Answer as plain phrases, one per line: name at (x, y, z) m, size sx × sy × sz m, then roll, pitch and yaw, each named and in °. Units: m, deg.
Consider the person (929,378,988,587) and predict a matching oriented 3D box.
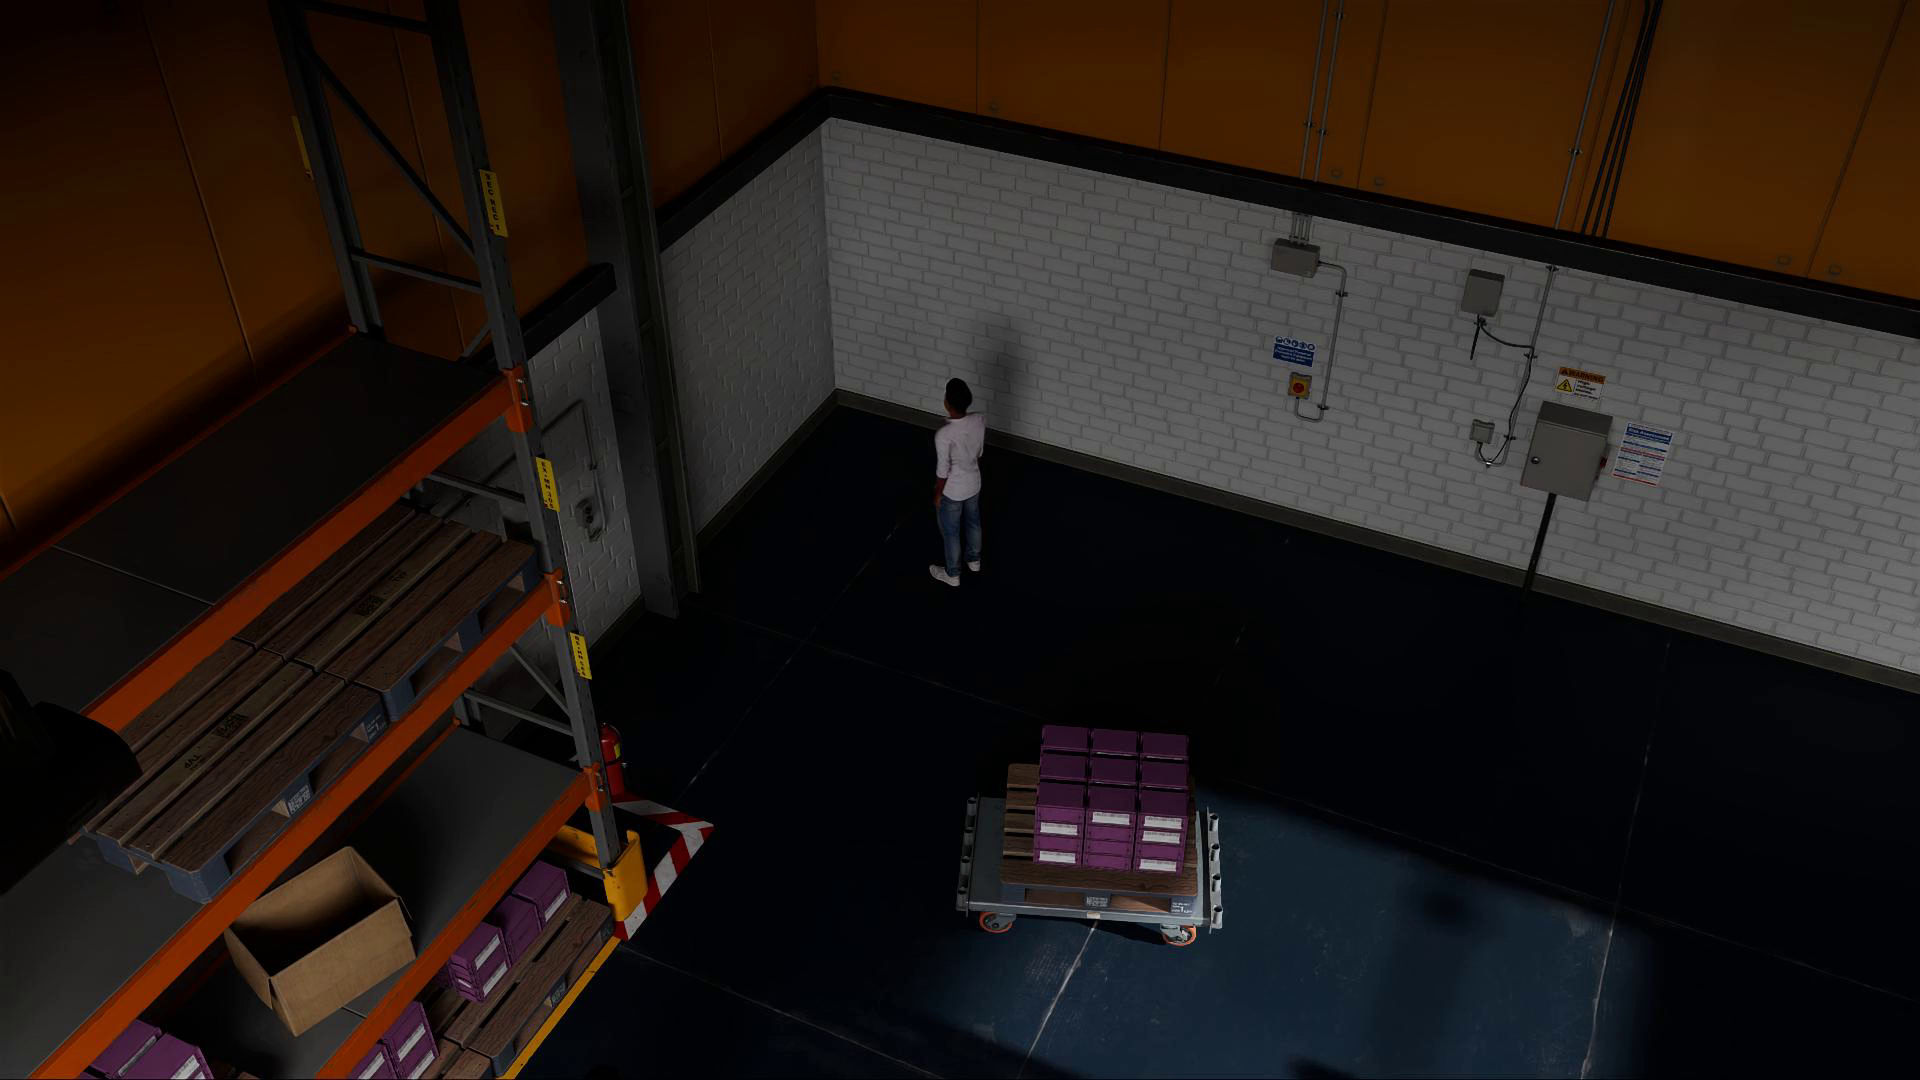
person at (-0.009, -0.454, 12.806) m, size 0.646 × 1.816 × 0.780 m, roll -31°, pitch 48°, yaw -33°
